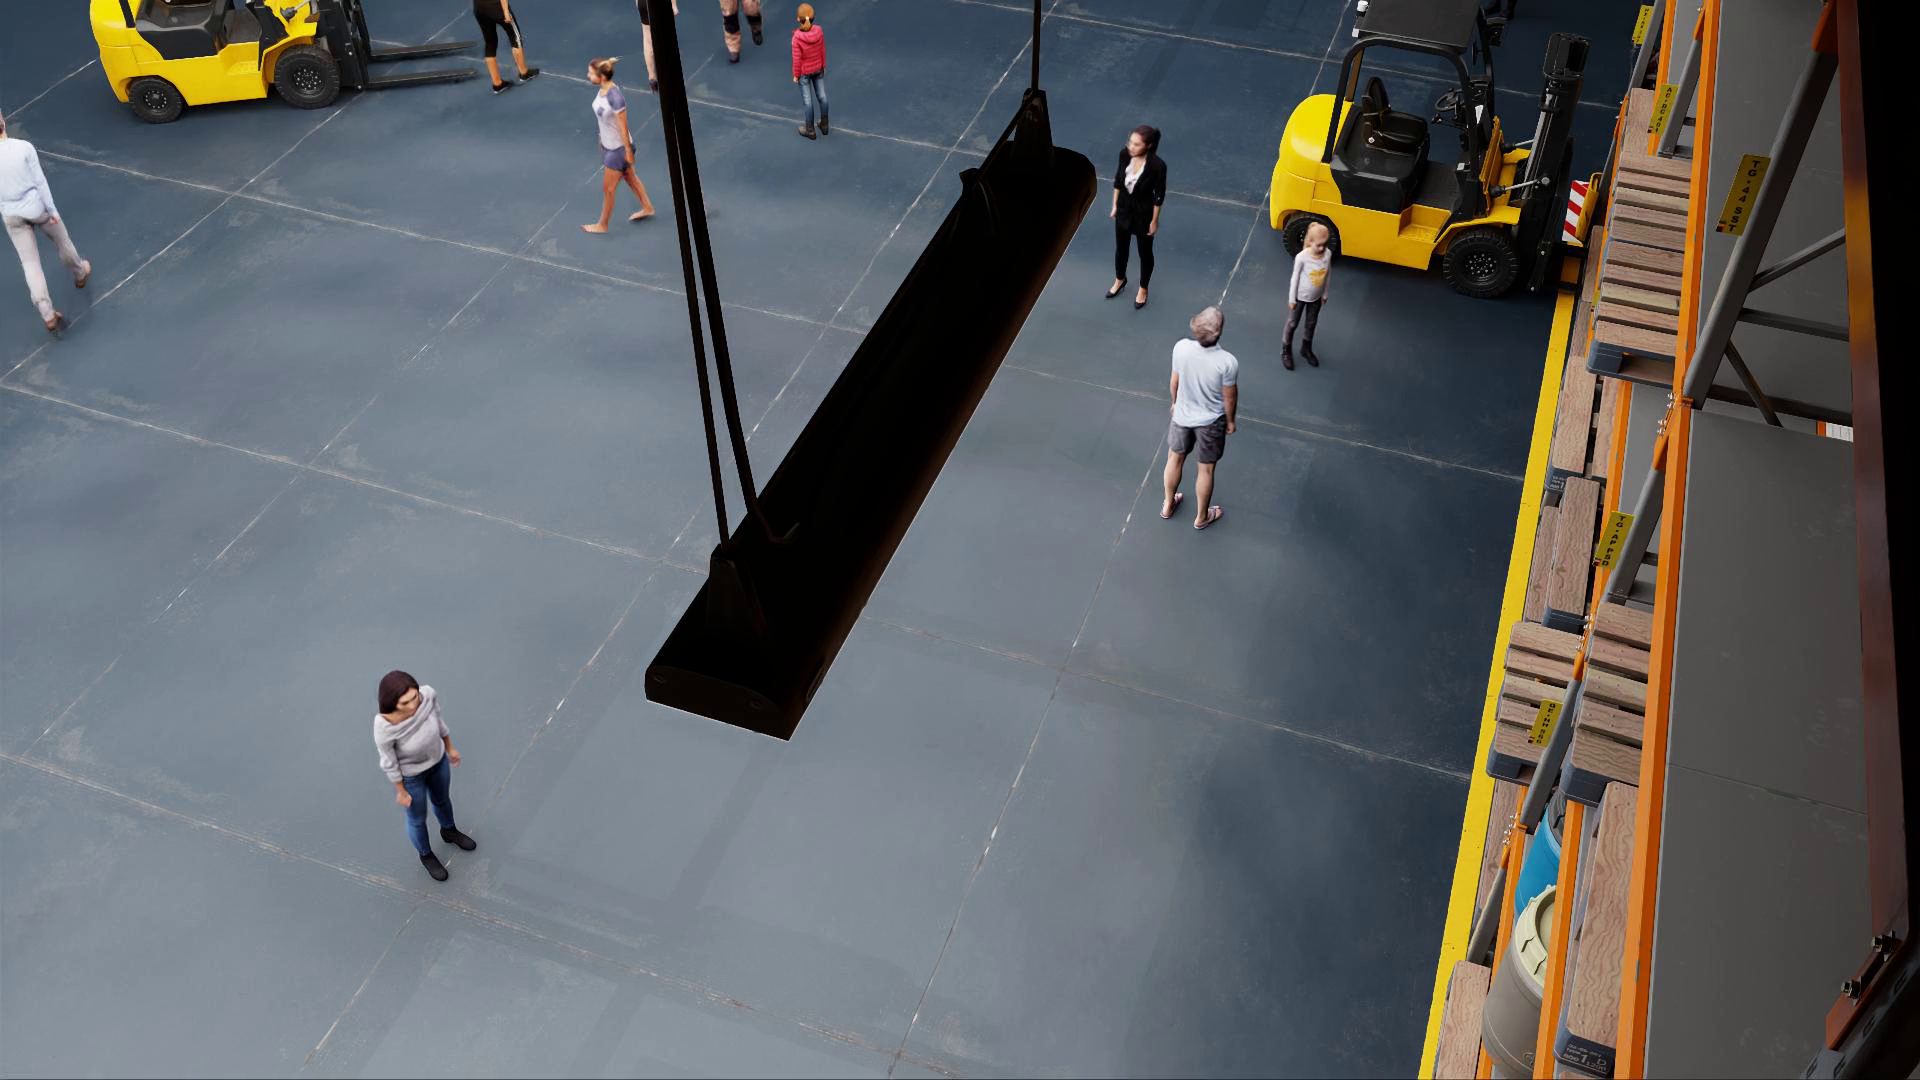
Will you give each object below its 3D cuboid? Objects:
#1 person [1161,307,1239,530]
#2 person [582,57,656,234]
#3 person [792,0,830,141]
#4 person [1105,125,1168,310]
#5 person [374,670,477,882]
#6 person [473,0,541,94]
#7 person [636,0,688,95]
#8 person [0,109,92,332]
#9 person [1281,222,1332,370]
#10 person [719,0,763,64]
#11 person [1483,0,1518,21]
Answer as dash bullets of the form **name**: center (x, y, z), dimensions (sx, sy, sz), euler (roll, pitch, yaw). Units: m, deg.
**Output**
- **person**: center (1.652, -0.846, 11.547), dimensions (0.686, 1.833, 0.617), euler (22, 48, 22)
- **person**: center (-2.900, -3.437, 14.443), dimensions (0.967, 1.590, 0.931), euler (-15, 46, -15)
- **person**: center (-1.403, -4.418, 15.671), dimensions (0.578, 1.317, 0.654), euler (-25, 49, -24)
- **person**: center (1.449, -2.662, 13.578), dimensions (0.657, 1.662, 0.639), euler (27, 50, 25)
- **person**: center (-3.075, 1.295, 9.447), dimensions (0.698, 1.631, 0.512), euler (23, 48, 22)
- **person**: center (-4.620, -5.151, 16.205), dimensions (0.686, 1.641, 0.820), euler (24, 49, 23)
- **person**: center (-2.955, -5.177, 16.113), dimensions (0.594, 1.807, 0.482), euler (15, 46, 15)
- **person**: center (-7.502, -2.564, 13.338), dimensions (1.128, 1.850, 1.318), euler (-9, 44, -10)
- **person**: center (2.731, -1.941, 13.100), dimensions (0.582, 1.277, 0.632), euler (-12, 45, -12)
- **person**: center (-2.256, -5.743, 16.688), dimensions (0.804, 1.832, 0.859), euler (-1, 44, -1)
- **person**: center (5.803, -6.260, 17.334), dimensions (0.733, 1.689, 0.679), euler (-20, 47, -20)
